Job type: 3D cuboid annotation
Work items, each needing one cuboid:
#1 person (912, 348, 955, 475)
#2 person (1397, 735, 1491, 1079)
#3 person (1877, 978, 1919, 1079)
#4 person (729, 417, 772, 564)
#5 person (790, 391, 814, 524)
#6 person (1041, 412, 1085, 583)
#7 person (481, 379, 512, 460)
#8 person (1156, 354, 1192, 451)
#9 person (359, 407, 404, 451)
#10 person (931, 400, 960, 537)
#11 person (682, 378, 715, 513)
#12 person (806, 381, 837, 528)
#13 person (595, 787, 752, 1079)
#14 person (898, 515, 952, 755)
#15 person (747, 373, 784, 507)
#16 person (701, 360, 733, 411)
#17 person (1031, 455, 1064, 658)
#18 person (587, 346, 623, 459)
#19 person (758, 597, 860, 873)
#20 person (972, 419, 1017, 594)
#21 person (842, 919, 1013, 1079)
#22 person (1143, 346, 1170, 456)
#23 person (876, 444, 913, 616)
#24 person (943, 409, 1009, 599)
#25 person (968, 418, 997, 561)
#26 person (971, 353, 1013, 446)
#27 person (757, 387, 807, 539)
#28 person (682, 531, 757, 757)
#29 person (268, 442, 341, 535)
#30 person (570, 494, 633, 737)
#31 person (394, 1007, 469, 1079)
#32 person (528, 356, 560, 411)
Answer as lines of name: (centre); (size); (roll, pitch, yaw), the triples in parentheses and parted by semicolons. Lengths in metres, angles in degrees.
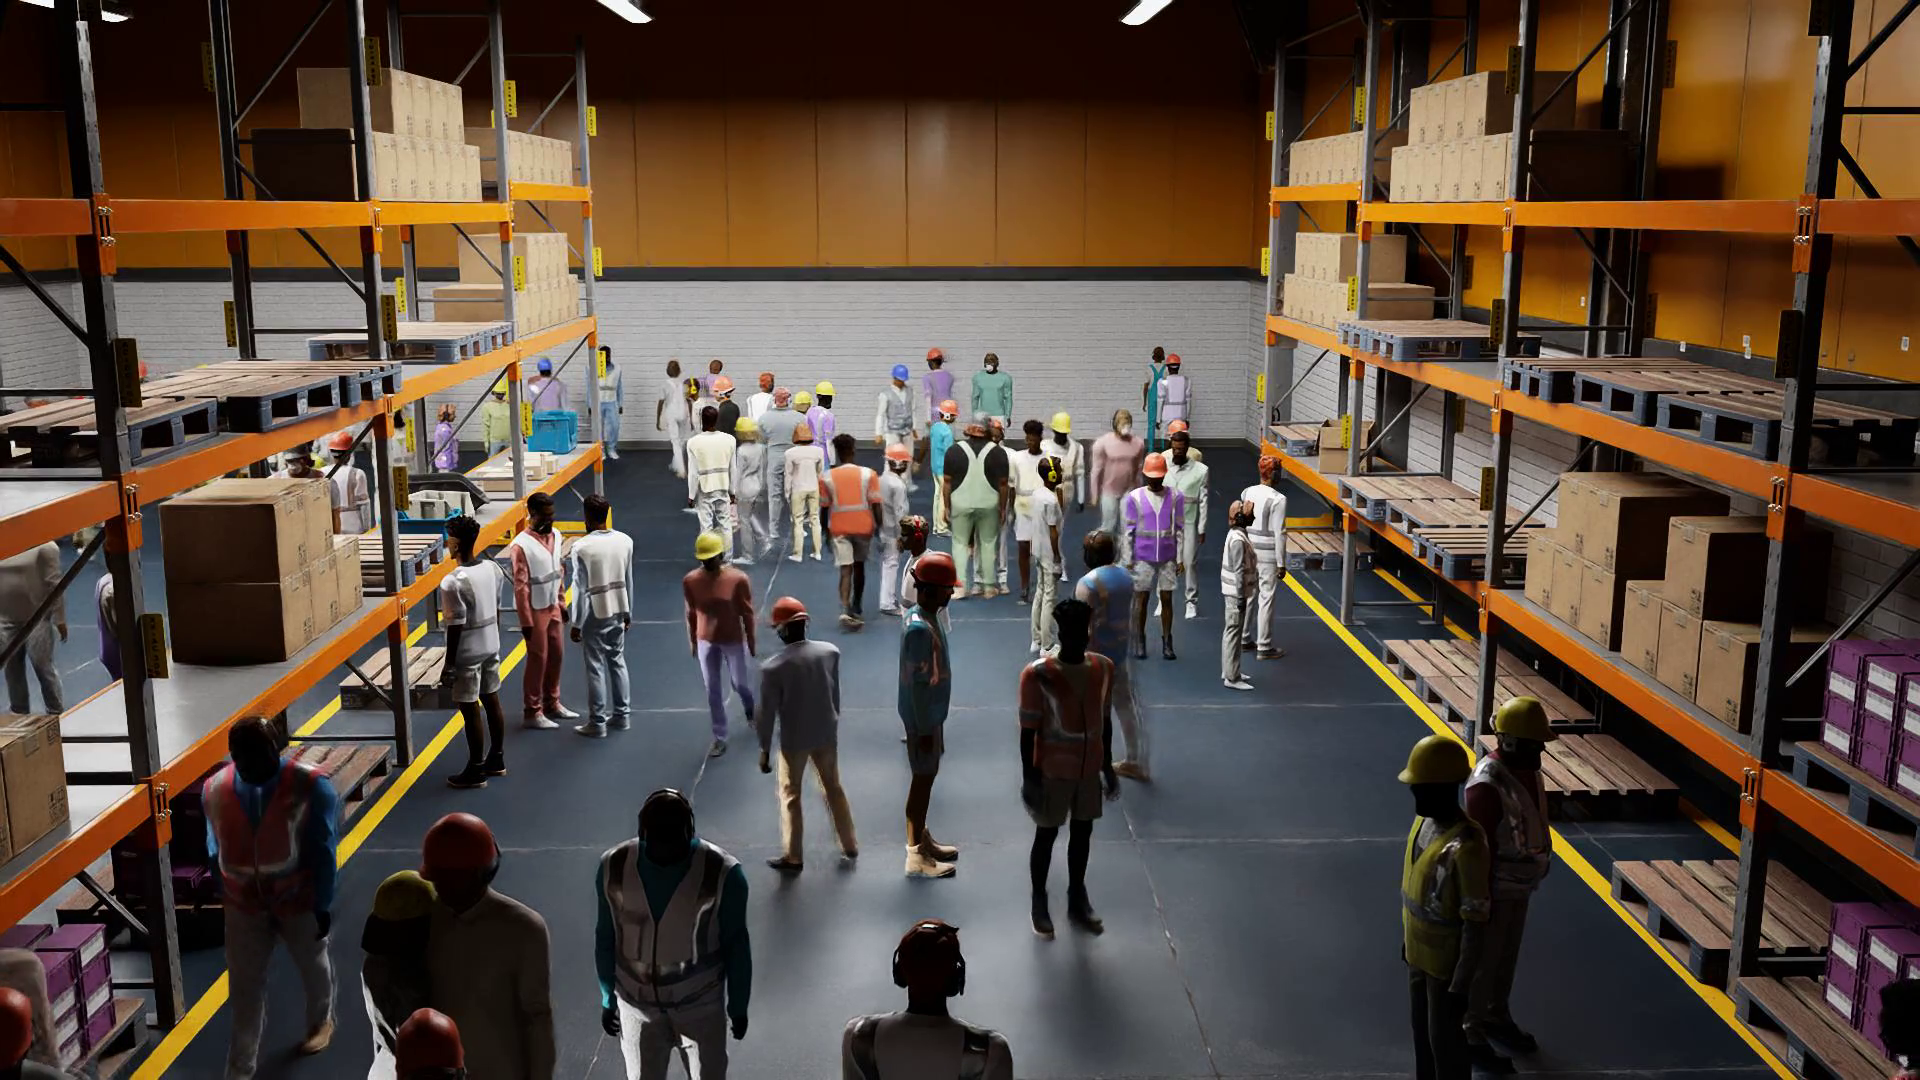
person: (-0.405, -1.929, 25.425); (0.607, 1.984, 1.056); (-8, 14, -36)
person: (2.021, 1.758, 7.105); (0.380, 1.923, 0.595); (-1, 11, -6)
person: (3.108, 2.205, 5.489); (0.567, 1.663, 0.401); (-6, 13, -29)
person: (-2.474, -0.567, 19.251); (0.377, 1.733, 0.494); (5, 12, 24)
person: (-2.059, -1.084, 21.814); (0.310, 1.744, 0.486); (-6, 13, -29)
person: (1.087, -0.525, 18.707); (0.591, 1.874, 0.988); (-3, 12, -16)
person: (-6.397, -1.369, 23.207); (0.526, 1.761, 0.337); (-10, 15, -40)
person: (3.233, -1.860, 25.244); (0.542, 1.929, 0.368); (-2, 11, -9)
person: (-8.101, -1.468, 23.313); (0.599, 1.906, 0.433); (-2, 11, -11)
person: (-0.174, -0.894, 20.887); (0.355, 1.736, 0.575); (-4, 12, -19)
person: (-3.542, -1.282, 22.597); (0.695, 1.823, 0.514); (-2, 12, -11)
person: (-1.750, -1.069, 21.303); (0.398, 1.920, 0.586); (-8, 14, -34)
person: (-1.165, 1.875, 6.788); (0.644, 1.833, 0.431); (1, 11, 7)
person: (-0.267, 0.712, 12.589); (0.393, 1.836, 0.561); (-2, 11, -9)
person: (-2.669, -1.363, 22.899); (0.568, 1.876, 0.348); (7, 13, 30)
person: (-4.006, -2.150, 27.422); (0.523, 1.639, 0.306); (1, 11, 4)
person: (0.828, 0.152, 15.291); (0.328, 1.876, 0.514); (-3, 12, -17)
person: (-5.828, -2.244, 27.300); (0.591, 1.881, 0.546); (-6, 13, -26)
person: (-0.948, 1.214, 10.331); (0.670, 1.726, 0.504); (-8, 14, -36)
person: (0.345, -0.352, 17.792); (0.575, 1.885, 0.355); (-1, 11, -4)
person: (-0.090, 2.125, 5.377); (0.575, 1.882, 0.355); (2, 12, 12)
person: (3.282, -2.282, 27.565); (0.504, 1.847, 0.345); (1, 11, 6)
person: (-0.653, -0.102, 16.917); (0.430, 1.736, 0.596); (-4, 12, -21)
person: (0.161, -0.397, 17.621); (0.691, 2.000, 0.535); (0, 11, -1)
person: (0.243, -0.605, 19.541); (0.317, 1.694, 0.566); (-7, 13, -30)
person: (0.483, -1.889, 25.360); (0.635, 1.937, 0.354); (2, 12, 12)
person: (-2.191, -0.956, 20.763); (0.636, 1.911, 0.406); (0, 11, 1)
person: (-1.806, 0.746, 12.630); (0.536, 1.739, 0.624); (1, 11, 6)
person: (-6.083, 0.045, 15.404); (0.681, 2.000, 0.536); (-3, 12, -13)
person: (-2.792, 0.587, 13.036); (0.408, 1.907, 0.598); (8, 14, 33)
person: (-1.559, 2.256, 5.047); (0.336, 1.747, 0.572); (11, 15, 43)
person: (-6.670, -2.078, 26.783); (0.532, 1.754, 0.340); (-1, 11, -5)
